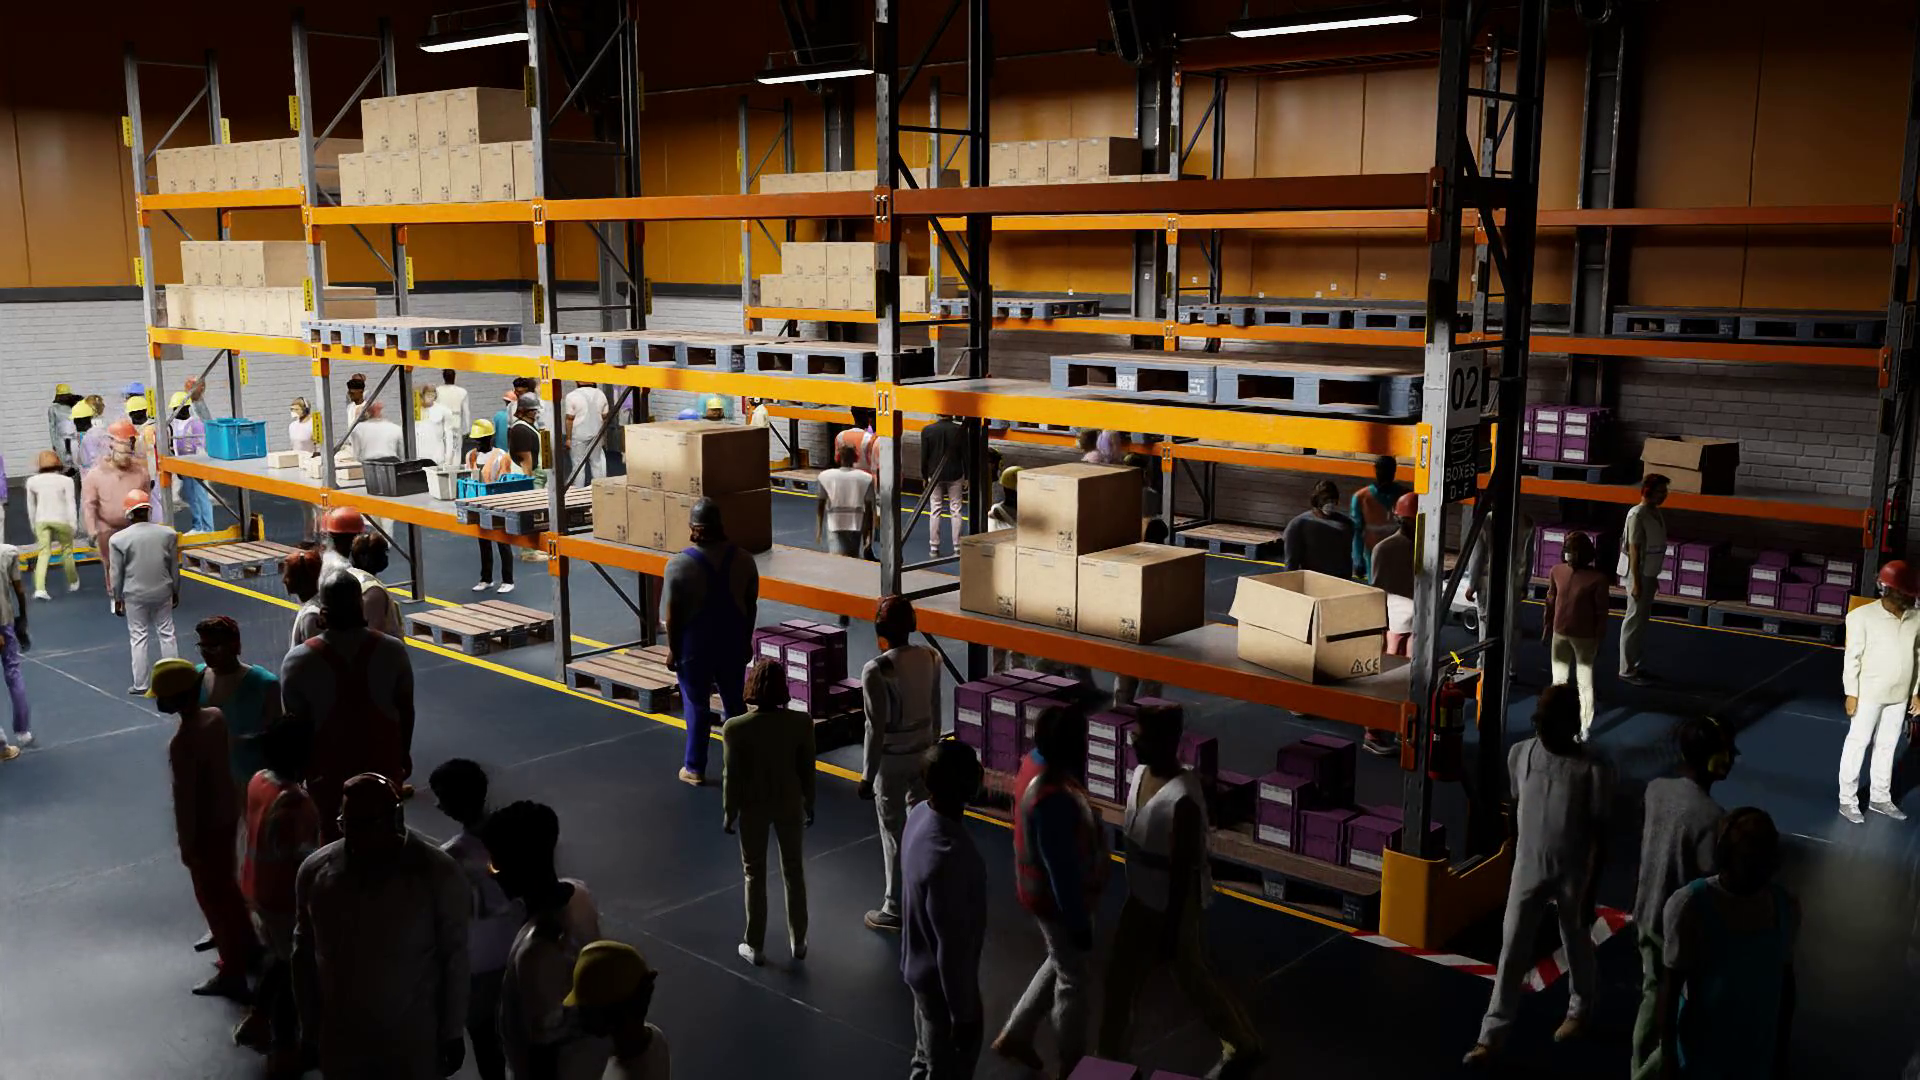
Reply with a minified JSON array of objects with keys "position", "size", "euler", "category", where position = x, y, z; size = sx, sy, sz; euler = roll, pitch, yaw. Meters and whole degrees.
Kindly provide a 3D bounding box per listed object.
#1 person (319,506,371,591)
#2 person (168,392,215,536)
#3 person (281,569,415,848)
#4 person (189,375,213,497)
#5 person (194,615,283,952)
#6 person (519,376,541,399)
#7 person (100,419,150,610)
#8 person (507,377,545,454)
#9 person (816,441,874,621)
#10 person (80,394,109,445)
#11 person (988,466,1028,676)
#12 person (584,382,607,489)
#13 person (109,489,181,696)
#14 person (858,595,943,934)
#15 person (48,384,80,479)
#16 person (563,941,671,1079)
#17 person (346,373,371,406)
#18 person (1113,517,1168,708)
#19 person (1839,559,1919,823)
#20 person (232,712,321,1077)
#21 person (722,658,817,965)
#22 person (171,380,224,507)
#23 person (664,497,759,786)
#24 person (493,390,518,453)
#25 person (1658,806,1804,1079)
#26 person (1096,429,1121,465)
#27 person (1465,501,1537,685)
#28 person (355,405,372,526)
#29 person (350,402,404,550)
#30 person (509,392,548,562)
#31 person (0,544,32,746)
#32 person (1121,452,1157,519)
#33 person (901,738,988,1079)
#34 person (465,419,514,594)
[{"position":[-4.410,0.707,12.024],"size":[0.414,1.921,0.551],"euler":[-5,11,-27],"category":"person"},{"position":[-9.946,-0.956,21.464],"size":[0.588,1.916,0.417],"euler":[8,13,37],"category":"person"},{"position":[-3.358,1.156,9.155],"size":[0.681,2.000,0.538],"euler":[-5,11,-28],"category":"person"},{"position":[-11.195,-1.479,24.485],"size":[0.401,1.894,0.652],"euler":[-4,11,-20],"category":"person"},{"position":[-3.884,1.293,8.935],"size":[0.571,1.843,0.373],"euler":[2,10,9],"category":"person"},{"position":[-7.240,-2.011,27.941],"size":[0.494,1.730,0.324],"euler":[3,10,16],"category":"person"},{"position":[-8.623,-0.253,17.250],"size":[0.611,1.996,0.379],"euler":[6,12,32],"category":"person"},{"position":[-6.078,-1.308,23.293],"size":[0.612,1.963,0.363],"euler":[3,11,17],"category":"person"},{"position":[-1.159,-0.101,16.912],"size":[0.575,1.817,0.891],"euler":[-2,10,-11],"category":"person"},{"position":[-11.349,-0.991,21.877],"size":[0.507,1.839,0.342],"euler":[8,13,37],"category":"person"},{"position":[0.451,0.306,14.342],"size":[0.398,1.911,0.595],"euler":[9,14,42],"category":"person"},{"position":[-5.634,-1.693,25.606],"size":[0.374,1.920,0.585],"euler":[-4,11,-23],"category":"person"},{"position":[-6.874,0.439,14.041],"size":[0.349,1.745,0.564],"euler":[10,14,44],"category":"person"},{"position":[-0.327,1.229,9.189],"size":[0.346,1.881,0.578],"euler":[9,14,42],"category":"person"},{"position":[-13.347,-1.476,24.904],"size":[0.485,1.736,0.314],"euler":[-5,11,-25],"category":"person"},{"position":[-0.992,2.040,4.978],"size":[0.341,1.753,0.534],"euler":[0,10,-3],"category":"person"},{"position":[-10.113,-1.990,28.074],"size":[0.514,1.642,0.310],"euler":[4,11,20],"category":"person"},{"position":[1.345,0.736,12.142],"size":[0.429,1.830,0.634],"euler":[-9,13,-40],"category":"person"},{"position":[6.074,0.986,10.933],"size":[0.560,1.750,0.329],"euler":[-2,10,-11],"category":"person"},{"position":[-3.079,1.611,7.597],"size":[0.366,1.674,0.585],"euler":[-10,14,-44],"category":"person"},{"position":[-1.003,1.427,8.775],"size":[0.507,1.632,0.274],"euler":[-4,11,-20],"category":"person"},{"position":[-11.144,-1.389,24.093],"size":[0.666,1.855,0.581],"euler":[-6,11,-29],"category":"person"},{"position":[-1.783,0.699,11.736],"size":[0.684,2.000,0.535],"euler":[-6,11,-29],"category":"person"},{"position":[-6.372,-1.270,23.727],"size":[0.570,1.740,0.355],"euler":[6,12,30],"category":"person"},{"position":[2.740,1.825,5.968],"size":[0.502,1.837,0.345],"euler":[-1,10,-8],"category":"person"},{"position":[1.762,-0.738,20.184],"size":[0.386,1.926,0.591],"euler":[3,10,14],"category":"person"},{"position":[4.627,0.356,14.293],"size":[0.587,1.823,0.403],"euler":[-2,10,-9],"category":"person"},{"position":[-8.093,-1.012,22.586],"size":[0.320,1.631,0.511],"euler":[-5,11,-26],"category":"person"},{"position":[-7.281,-0.804,20.818],"size":[0.658,1.845,0.992],"euler":[-3,11,-17],"category":"person"},{"position":[-5.136,-0.766,20.021],"size":[0.536,2.000,0.688],"euler":[-3,10,-15],"category":"person"},{"position":[-7.308,0.667,12.501],"size":[0.407,1.849,0.574],"euler":[9,14,42],"category":"person"},{"position":[1.609,0.102,15.655],"size":[0.535,1.850,0.633],"euler":[-2,10,-13],"category":"person"},{"position":[-0.044,1.696,6.387],"size":[0.360,1.939,0.635],"euler":[-2,10,-11],"category":"person"},{"position":[-5.141,-0.367,18.131],"size":[0.585,1.917,0.409],"euler":[4,11,22],"category":"person"}]
